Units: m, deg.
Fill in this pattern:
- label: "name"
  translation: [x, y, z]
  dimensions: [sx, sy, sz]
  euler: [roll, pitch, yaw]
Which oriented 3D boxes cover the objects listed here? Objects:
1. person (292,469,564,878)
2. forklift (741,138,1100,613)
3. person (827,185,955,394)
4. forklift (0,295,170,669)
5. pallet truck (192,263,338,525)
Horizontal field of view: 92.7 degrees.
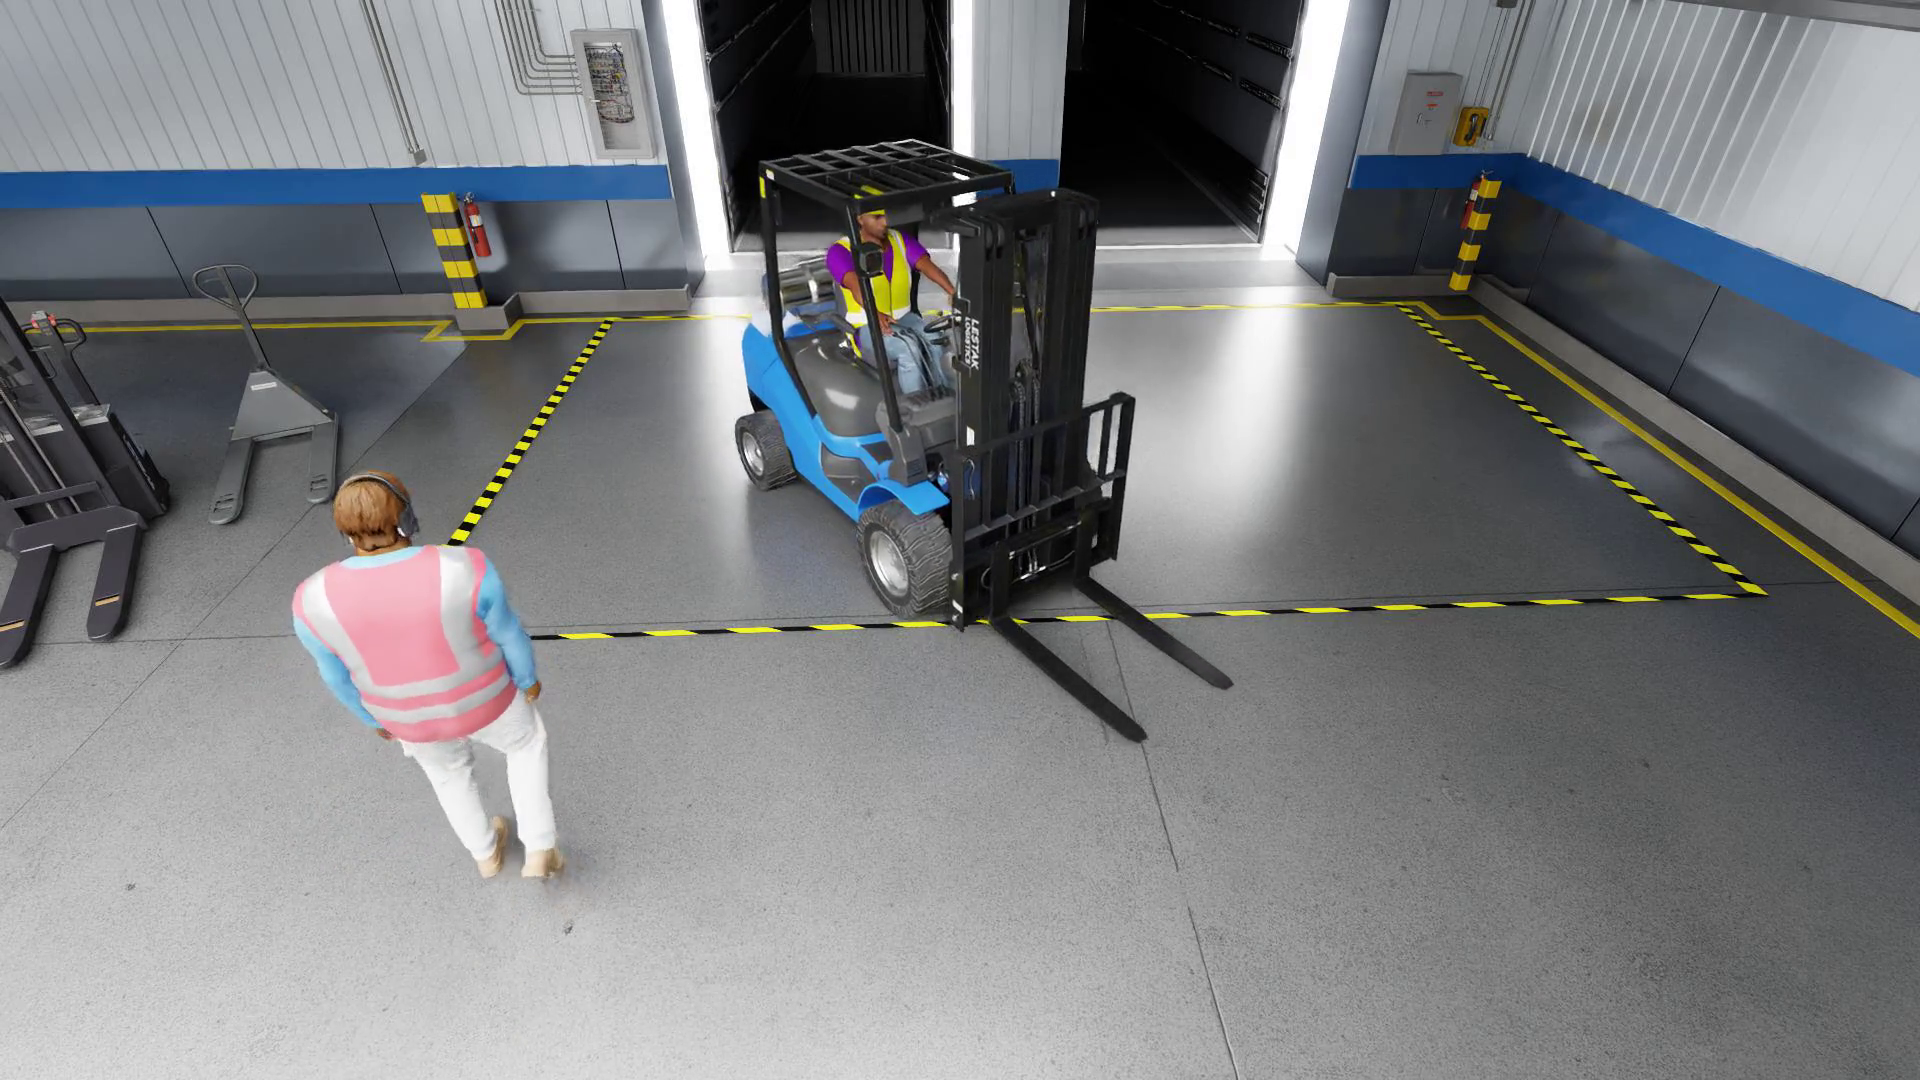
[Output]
- label: "person"
  translation: [-1.826, 0.611, 3.268]
  dimensions: [0.628, 1.818, 0.542]
  euler: [-10, 36, -14]
- label: "forklift"
  translation: [-0.333, -1.133, 5.307]
  dimensions: [1.157, 2.036, 2.680]
  euler: [-22, 41, -29]
- label: "person"
  translation: [-0.304, -1.257, 5.157]
  dimensions: [0.635, 1.294, 1.004]
  euler: [-22, 41, -29]
- label: "forklift"
  translation: [-5.212, -0.618, 4.878]
  dimensions: [0.823, 1.965, 1.885]
  euler: [-20, 39, -26]
- label: "pallet truck"
  translation: [-4.778, -1.027, 6.128]
  dimensions: [0.680, 1.201, 1.601]
  euler: [-17, 38, -23]
